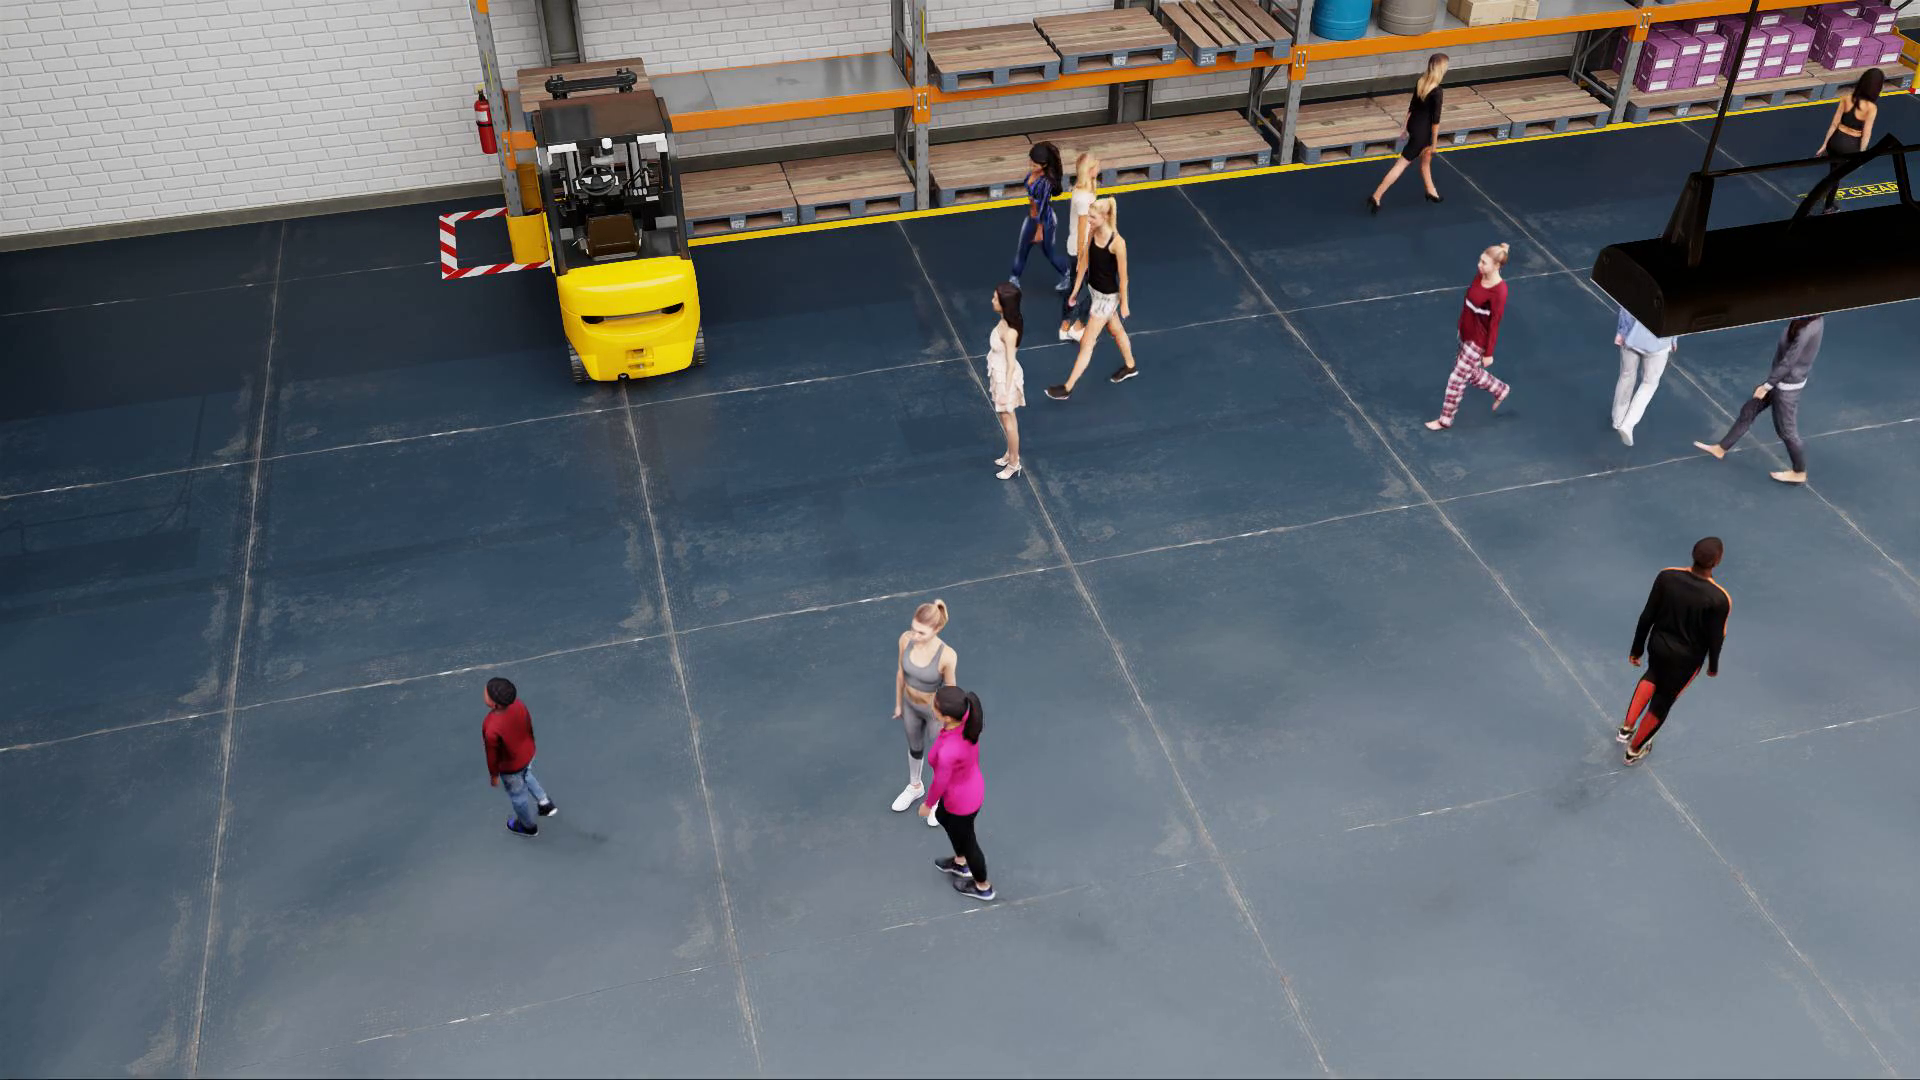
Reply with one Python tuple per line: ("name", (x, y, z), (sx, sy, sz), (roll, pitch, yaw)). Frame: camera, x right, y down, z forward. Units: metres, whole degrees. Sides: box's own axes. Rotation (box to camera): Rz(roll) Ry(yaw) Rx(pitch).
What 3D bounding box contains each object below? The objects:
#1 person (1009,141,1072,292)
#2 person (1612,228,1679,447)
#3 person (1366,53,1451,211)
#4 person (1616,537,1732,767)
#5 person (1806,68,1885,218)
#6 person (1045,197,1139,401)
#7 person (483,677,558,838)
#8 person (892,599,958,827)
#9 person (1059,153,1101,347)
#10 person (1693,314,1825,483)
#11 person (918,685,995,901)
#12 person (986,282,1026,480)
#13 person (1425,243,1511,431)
("person", (0.808, -2.873, 15.085), (0.984, 1.587, 0.686), (-10, 40, -13))
("person", (5.454, -1.581, 13.242), (0.970, 1.868, 1.045), (22, 43, 25))
("person", (4.448, -3.962, 16.420), (1.088, 1.623, 0.571), (-9, 40, -11))
("person", (4.418, 0.742, 10.394), (0.762, 1.793, 0.739), (-28, 46, -30))
("person", (8.535, -3.759, 16.180), (1.141, 1.605, 0.779), (-20, 43, -24))
("person", (1.281, -2.057, 13.907), (1.246, 1.783, 0.756), (-19, 42, -22))
("person", (-2.655, 1.333, 10.092), (0.666, 1.246, 0.614), (13, 40, 16))
("person", (-0.192, 1.028, 10.105), (0.647, 1.707, 0.700), (22, 44, 25))
("person", (0.959, -2.505, 14.458), (0.702, 1.794, 0.695), (2, 39, 2))
("person", (6.471, -1.183, 12.858), (1.171, 1.726, 1.054), (16, 41, 19))
("person", (0.097, 1.497, 9.547), (0.786, 1.680, 0.723), (10, 40, 12))
("person", (0.370, -1.224, 12.902), (0.606, 1.734, 0.635), (0, 39, 0))
("person", (4.245, -1.634, 13.457), (0.959, 1.682, 0.661), (-7, 39, -9))
